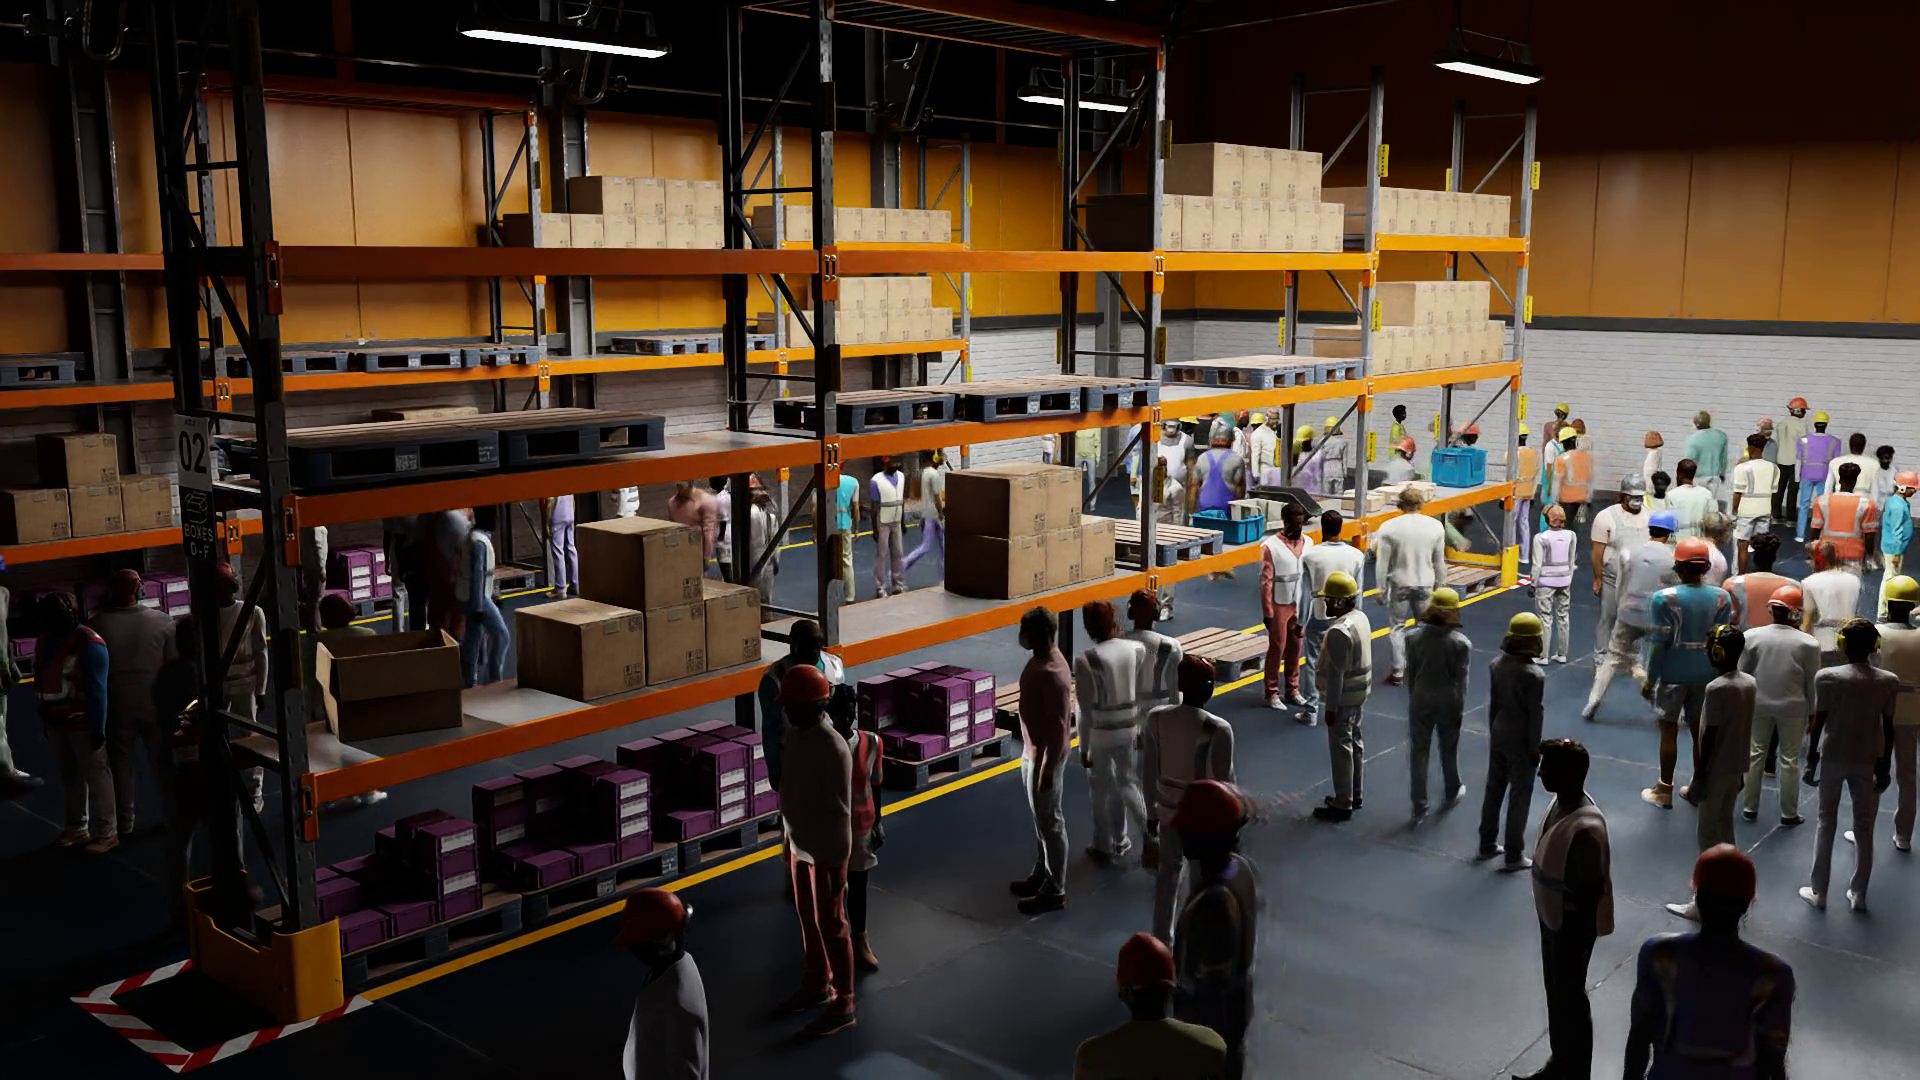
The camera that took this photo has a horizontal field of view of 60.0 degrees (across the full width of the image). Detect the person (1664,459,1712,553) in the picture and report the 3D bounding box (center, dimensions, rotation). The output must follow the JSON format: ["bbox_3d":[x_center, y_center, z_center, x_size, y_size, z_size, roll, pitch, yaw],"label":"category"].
[{"bbox_3d":[7.951,0.065,18.267,0.597,1.916,0.379,-4,10,-20],"label":"person"}]

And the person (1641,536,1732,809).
[{"bbox_3d":[5.385,0.986,12.391,0.614,2.043,0.374,-1,10,-7],"label":"person"}]

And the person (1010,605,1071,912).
[{"bbox_3d":[0.517,1.361,10.466,0.358,1.937,0.636,-1,10,-6],"label":"person"}]

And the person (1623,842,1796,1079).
[{"bbox_3d":[2.761,2.100,6.180,0.560,1.906,0.693,4,10,23],"label":"person"}]

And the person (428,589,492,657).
[{"bbox_3d":[-5.085,0.432,16.627,0.530,1.730,0.827,5,11,28],"label":"person"}]

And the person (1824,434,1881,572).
[{"bbox_3d":[11.465,-0.439,21.418,0.602,1.868,0.999,4,10,22],"label":"person"}]

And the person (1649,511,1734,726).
[{"bbox_3d":[6.408,0.694,14.514,0.551,1.916,0.671,0,10,3],"label":"person"}]

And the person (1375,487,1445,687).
[{"bbox_3d":[4.297,0.453,15.939,0.652,1.915,0.419,1,10,6],"label":"person"}]

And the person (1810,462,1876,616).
[{"bbox_3d":[9.332,0.149,17.613,0.612,1.964,0.364,6,11,34],"label":"person"}]

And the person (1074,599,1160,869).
[{"bbox_3d":[1.031,1.308,11.011,0.592,1.863,0.638,-5,11,-29],"label":"person"}]

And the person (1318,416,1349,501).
[{"bbox_3d":[5.617,-1.003,25.181,0.485,1.737,0.320,-1,10,-7],"label":"person"}]

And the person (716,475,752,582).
[{"bbox_3d":[-2.819,-0.310,20.728,0.429,1.841,0.633,-5,11,-28],"label":"person"}]

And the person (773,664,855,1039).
[{"bbox_3d":[-0.779,1.620,8.788,0.408,1.985,0.620,-6,11,-31],"label":"person"}]

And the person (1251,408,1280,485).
[{"bbox_3d":[4.651,-1.031,24.885,0.659,1.894,0.401,-5,11,-29],"label":"person"}]

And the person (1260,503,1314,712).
[{"bbox_3d":[2.966,0.596,15.129,0.599,1.909,0.402,-6,11,-33],"label":"person"}]

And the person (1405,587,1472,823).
[{"bbox_3d":[3.513,1.182,12.211,0.494,1.709,0.781,5,11,28],"label":"person"}]

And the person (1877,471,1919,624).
[{"bbox_3d":[10.545,0.082,18.695,0.348,1.740,0.574,5,11,26],"label":"person"}]

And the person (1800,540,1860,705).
[{"bbox_3d":[7.064,0.883,13.727,0.587,1.789,0.933,-2,10,-9],"label":"person"}]

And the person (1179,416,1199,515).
[{"bbox_3d":[3.273,-0.940,24.269,0.395,1.918,0.586,4,10,21],"label":"person"}]

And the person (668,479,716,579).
[{"bbox_3d":[-2.902,0.147,17.862,0.663,1.881,0.771,5,11,29],"label":"person"}]

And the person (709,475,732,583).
[{"bbox_3d":[-2.785,-0.019,19.418,0.317,1.697,0.540,-1,10,-6],"label":"person"}]

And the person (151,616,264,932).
[{"bbox_3d":[-4.708,1.418,10.285,0.637,1.888,0.735,4,10,24],"label":"person"}]

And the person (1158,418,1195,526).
[{"bbox_3d":[2.918,-0.824,23.205,0.680,2.000,0.535,2,10,10],"label":"person"}]

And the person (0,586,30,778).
[{"bbox_3d":[-7.523,0.987,12.899,0.335,1.873,0.521,3,10,17],"label":"person"}]

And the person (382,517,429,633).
[{"bbox_3d":[-5.838,0.218,17.606,0.499,1.839,0.349,-3,10,-19],"label":"person"}]

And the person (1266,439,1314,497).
[{"bbox_3d":[4.065,-0.292,20.431,0.588,1.904,0.606,7,12,37],"label":"person"}]

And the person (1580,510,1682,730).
[{"bbox_3d":[5.928,0.699,14.520,0.830,1.912,0.584,8,12,39],"label":"person"}]

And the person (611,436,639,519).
[{"bbox_3d":[-4.268,-0.402,21.160,0.355,1.882,0.575,0,10,-1],"label":"person"}]

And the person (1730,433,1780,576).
[{"bbox_3d":[9.823,-0.344,20.606,0.598,1.958,0.376,-2,10,-14],"label":"person"}]

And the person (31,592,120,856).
[{"bbox_3d":[-6.101,1.254,11.438,0.623,1.835,0.431,5,11,26],"label":"person"}]

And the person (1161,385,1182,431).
[{"bbox_3d":[3.749,-1.916,29.858,0.611,1.995,0.375,-2,10,-14],"label":"person"}]

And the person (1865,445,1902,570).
[{"bbox_3d":[12.087,-0.417,21.847,0.553,1.673,0.452,1,10,5],"label":"person"}]

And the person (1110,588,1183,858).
[{"bbox_3d":[1.226,1.254,11.286,0.577,1.880,0.352,4,10,22],"label":"person"}]

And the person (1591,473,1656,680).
[{"bbox_3d":[6.495,0.359,16.139,0.689,2.000,0.537,-1,10,-4],"label":"person"}]

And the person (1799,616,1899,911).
[{"bbox_3d":[5.578,1.404,10.452,0.507,1.860,0.312,1,10,7],"label":"person"}]

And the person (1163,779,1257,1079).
[{"bbox_3d":[1.076,1.947,6.750,0.931,2.017,0.620,4,10,23],"label":"person"}]

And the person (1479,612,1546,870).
[{"bbox_3d":[3.750,1.342,11.197,0.336,1.736,0.488,-4,10,-21],"label":"person"}]

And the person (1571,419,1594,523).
[{"bbox_3d":[9.589,-1.074,25.912,0.506,1.631,0.281,1,10,9],"label":"person"}]

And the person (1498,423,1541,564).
[{"bbox_3d":[7.487,-0.612,22.323,0.596,1.912,0.399,-5,11,-26],"label":"person"}]

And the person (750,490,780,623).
[{"bbox_3d":[-2.174,0.269,17.909,0.514,1.634,0.313,-6,11,-34],"label":"person"}]

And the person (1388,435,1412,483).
[{"bbox_3d":[6.198,-0.666,23.488,0.313,1.631,0.523,4,10,20],"label":"person"}]

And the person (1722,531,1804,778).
[{"bbox_3d":[6.301,0.900,13.139,0.612,1.962,0.366,2,10,14],"label":"person"}]

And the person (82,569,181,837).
[{"bbox_3d":[-5.863,1.149,11.827,0.650,1.906,0.401,-4,10,-24],"label":"person"}]

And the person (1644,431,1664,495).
[{"bbox_3d":[9.998,-0.760,24.034,0.266,1.631,0.507,6,11,31],"label":"person"}]
